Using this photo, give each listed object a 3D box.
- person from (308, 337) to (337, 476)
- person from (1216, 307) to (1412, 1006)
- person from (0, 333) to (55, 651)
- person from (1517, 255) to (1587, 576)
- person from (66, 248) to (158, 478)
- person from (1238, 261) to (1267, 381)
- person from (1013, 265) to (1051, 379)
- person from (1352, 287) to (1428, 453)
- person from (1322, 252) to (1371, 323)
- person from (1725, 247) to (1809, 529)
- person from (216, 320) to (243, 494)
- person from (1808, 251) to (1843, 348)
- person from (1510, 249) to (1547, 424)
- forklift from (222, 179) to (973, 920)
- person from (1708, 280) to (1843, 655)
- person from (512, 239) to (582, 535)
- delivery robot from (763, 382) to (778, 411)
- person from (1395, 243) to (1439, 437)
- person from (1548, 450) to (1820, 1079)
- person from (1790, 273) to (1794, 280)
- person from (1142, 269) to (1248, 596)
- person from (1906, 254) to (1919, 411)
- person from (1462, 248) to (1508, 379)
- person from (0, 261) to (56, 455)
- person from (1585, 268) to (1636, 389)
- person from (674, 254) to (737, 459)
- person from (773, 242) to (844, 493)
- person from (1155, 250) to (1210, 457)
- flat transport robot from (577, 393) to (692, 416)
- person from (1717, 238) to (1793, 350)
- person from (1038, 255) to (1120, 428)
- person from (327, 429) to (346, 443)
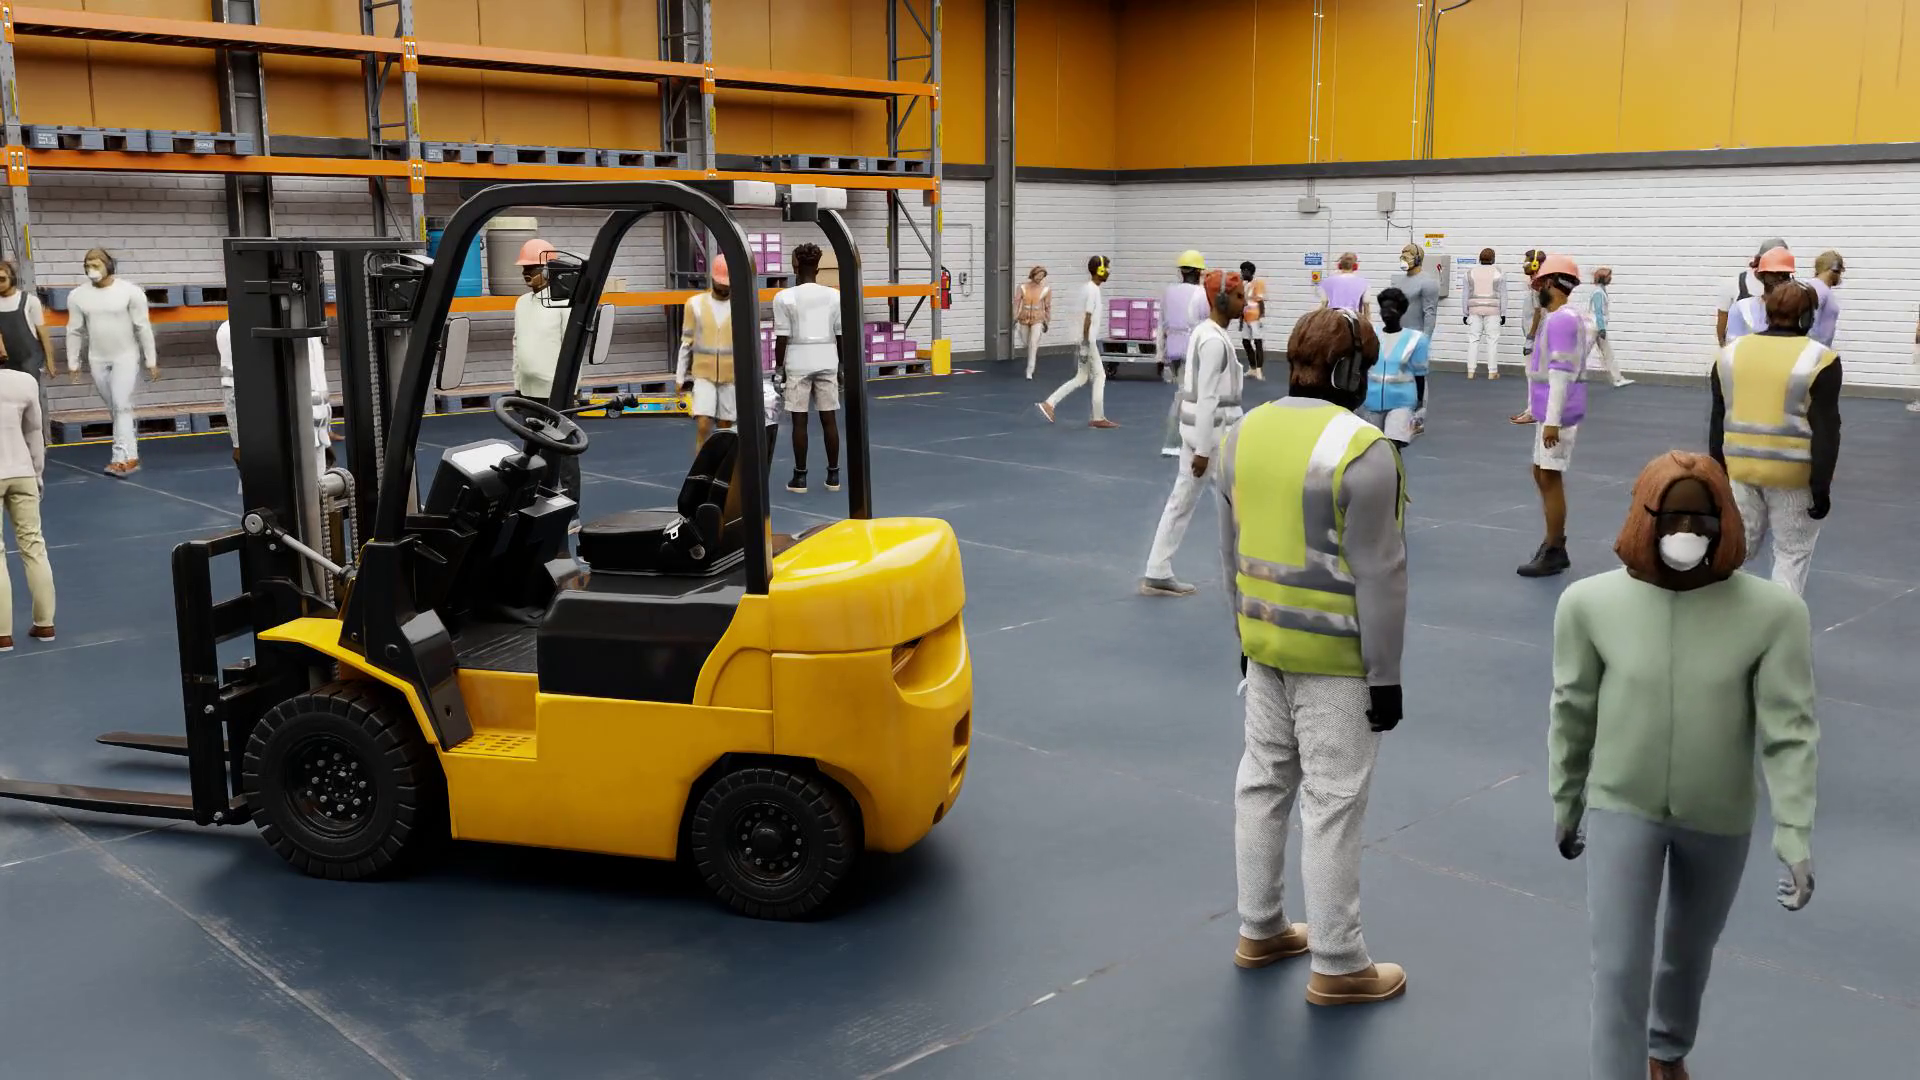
[{"bbox_3d":[-3.471,-0.505,8.724,0.343,1.882,0.585,1,10,8],"label":"person"},{"bbox_3d":[0.958,0.306,4.437,0.429,1.839,0.621,-6,12,-30],"label":"person"},{"bbox_3d":[-4.717,-0.272,8.134,0.286,1.633,0.500,6,12,31],"label":"person"},{"bbox_3d":[3.558,-0.732,9.947,0.342,1.902,0.629,3,11,18],"label":"person"},{"bbox_3d":[-7.127,-1.459,13.861,0.655,1.900,0.918,0,10,0],"label":"person"},{"bbox_3d":[4.131,-3.072,23.341,0.318,1.661,0.630,-3,11,-18],"label":"person"},{"bbox_3d":[1.032,-3.103,23.650,0.533,1.599,0.717,2,11,9],"label":"person"},{"bbox_3d":[3.087,-0.984,11.940,0.537,1.664,0.821,7,12,32],"label":"person"},{"bbox_3d":[4.591,-2.506,19.786,0.583,1.819,0.576,4,11,21],"label":"person"},{"bbox_3d":[5.550,-1.037,11.467,0.545,1.942,0.352,1,10,8],"label":"person"},{"bbox_3d":[-3.690,-0.579,8.980,0.361,1.939,0.542,6,12,29],"label":"person"},{"bbox_3d":[6.953,-1.401,13.613,0.368,1.897,0.730,7,12,33],"label":"person"},{"bbox_3d":[6.144,-2.183,17.915,0.328,1.872,0.513,4,11,19],"label":"person"},{"bbox_3d":[-1.114,-0.058,5.440,2.313,2.155,1.214,2,11,13],"label":"forklift"},{"bbox_3d":[3.779,-0.305,7.819,0.720,1.823,0.631,-7,12,-32],"label":"person"},{"bbox_3d":[-2.808,-1.024,11.255,0.612,1.995,0.377,7,12,34],"label":"person"},{"bbox_3d":[-2.316,-1.582,17.969,0.707,0.478,0.477,0,10,1],"label":"delivery robot"},{"bbox_3d":[4.541,-2.009,16.778,0.372,1.940,0.627,-4,11,-21],"label":"person"},{"bbox_3d":[1.511,0.596,3.540,0.513,1.586,0.878,4,11,19],"label":"person"},{"bbox_3d":[9.518,-2.529,19.671,0.597,1.915,0.370,9,14,40],"label":"person"},{"bbox_3d":[1.483,-0.570,9.219,0.978,1.828,0.579,0,10,1],"label":"person"},{"bbox_3d":[11.121,-2.456,19.094,0.474,1.976,0.653,9,14,41],"label":"person"},{"bbox_3d":[7.418,-3.196,23.517,0.621,1.845,0.429,5,12,27],"label":"person"},{"bbox_3d":[-8.457,-1.583,14.875,0.525,1.786,0.941,-1,10,-3],"label":"person"},{"bbox_3d":[8.447,-2.776,21.893,0.874,1.585,0.534,6,12,30],"label":"person"},{"bbox_3d":[-1.836,-1.196,12.500,0.628,1.879,0.845,-1,10,-8],"label":"person"},{"bbox_3d":[-1.181,-1.353,13.131,0.612,1.961,0.363,-4,11,-21],"label":"person"},{"bbox_3d":[2.159,-1.723,15.392,0.974,1.878,0.613,-9,14,-40],"label":"person"},{"bbox_3d":[-3.561,-1.532,18.728,1.431,0.197,0.652,-2,11,-9],"label":"flat transport robot"},{"bbox_3d":[7.050,-1.674,14.672,0.706,2.000,0.826,4,11,20],"label":"person"},{"bbox_3d":[1.257,-2.074,17.472,0.802,1.827,0.574,-1,10,-6],"label":"person"},{"bbox_3d":[-6.260,-1.814,15.879,0.826,1.877,0.646,-2,11,-11],"label":"person"}]
